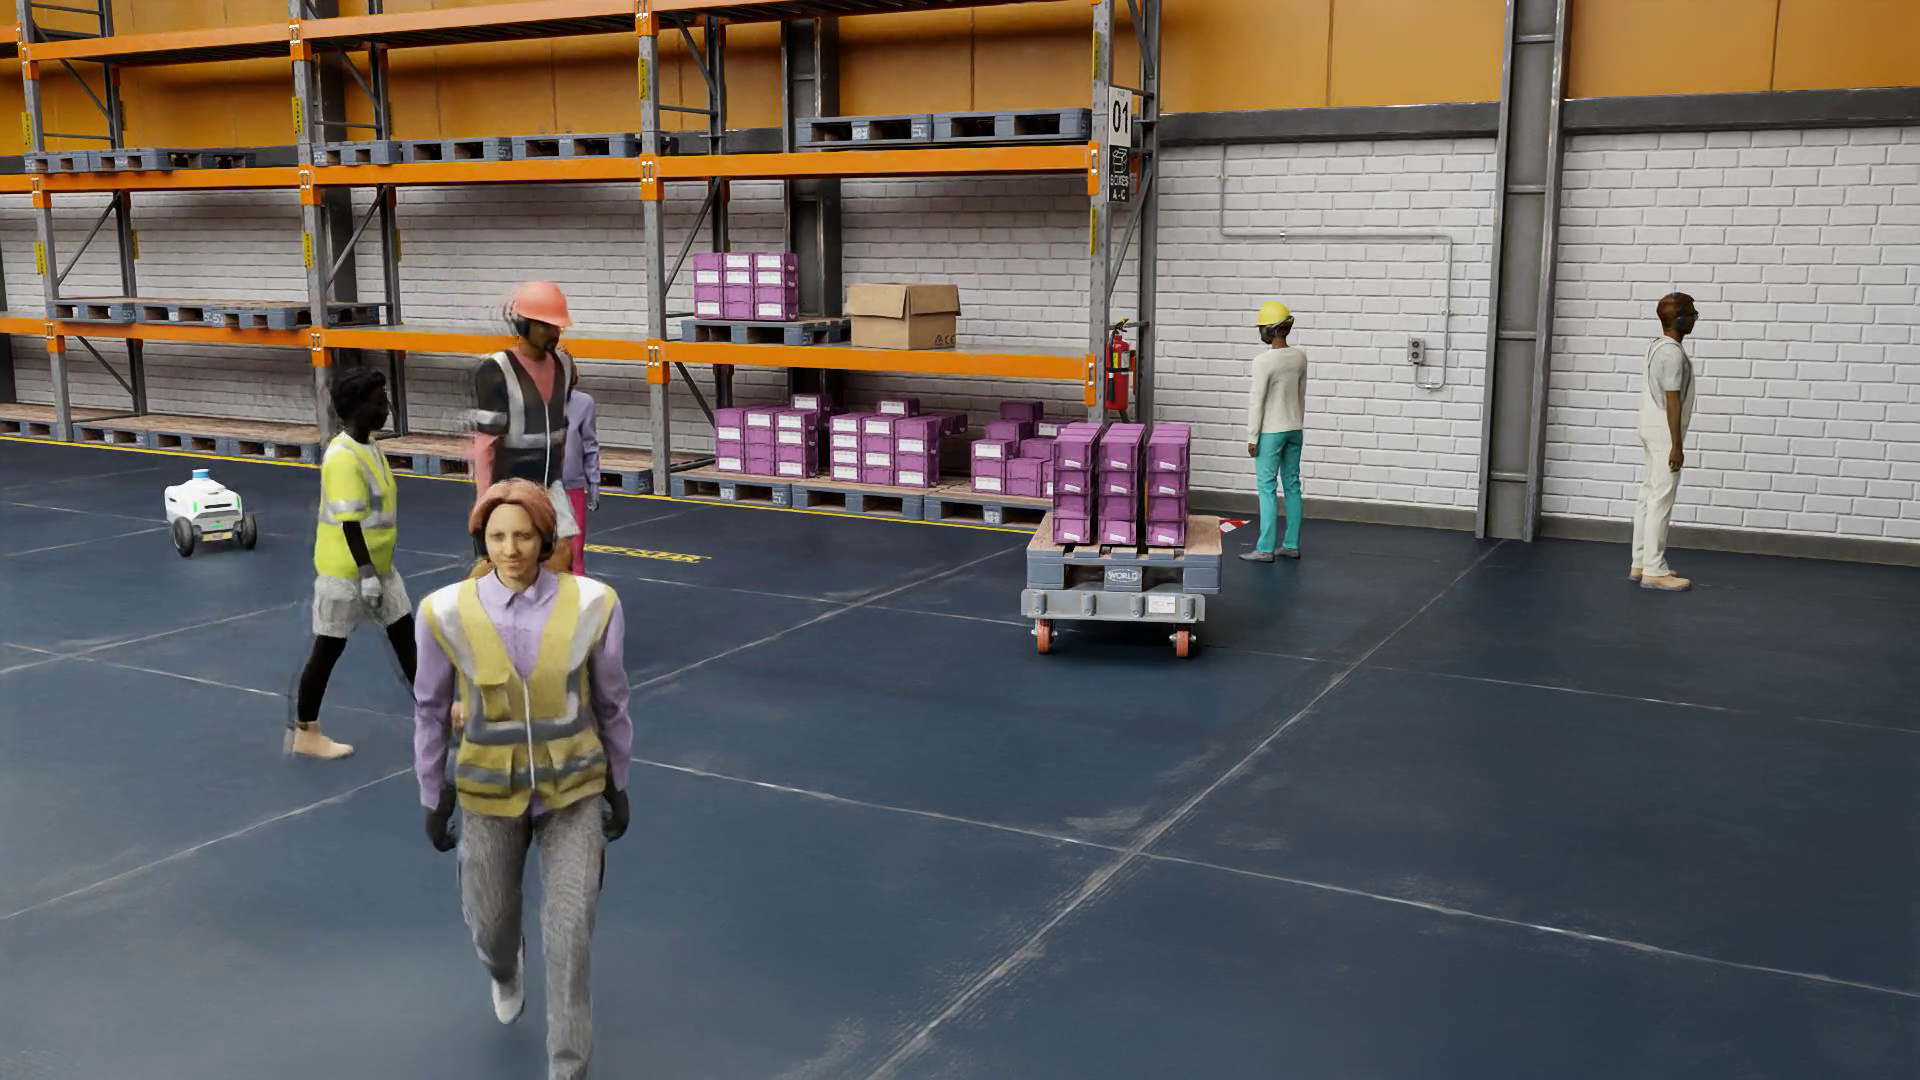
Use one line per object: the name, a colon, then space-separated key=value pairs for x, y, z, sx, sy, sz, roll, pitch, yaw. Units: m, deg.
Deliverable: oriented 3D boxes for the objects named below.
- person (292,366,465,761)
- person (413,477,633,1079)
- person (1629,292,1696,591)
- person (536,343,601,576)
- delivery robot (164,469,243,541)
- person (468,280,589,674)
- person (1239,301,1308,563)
person: x=-2.418 y=0.107 z=6.936 sx=0.872 sy=1.648 sz=0.555 roll=-1 pitch=10 yaw=-4
person: x=-1.094 y=0.625 z=4.215 sx=0.526 sy=1.621 sz=0.635 roll=-3 pitch=11 yaw=-15
person: x=4.414 y=-0.616 z=10.380 sx=0.336 sy=1.846 sz=0.514 roll=2 pitch=10 yaw=8
person: x=-2.191 y=-0.259 z=9.036 sx=0.499 sy=1.628 sz=0.278 roll=-6 pitch=12 yaw=-31
delivery robot: x=-5.315 y=-0.252 z=11.671 sx=0.477 sy=0.478 sz=0.707 roll=-9 pitch=14 yaw=-40
person: x=-2.272 y=-0.318 z=8.408 sx=0.955 sy=1.994 sz=0.630 roll=7 pitch=12 yaw=34
person: x=2.118 y=-0.722 z=11.212 sx=0.524 sy=1.761 sz=0.338 roll=-8 pitch=13 yaw=-37
